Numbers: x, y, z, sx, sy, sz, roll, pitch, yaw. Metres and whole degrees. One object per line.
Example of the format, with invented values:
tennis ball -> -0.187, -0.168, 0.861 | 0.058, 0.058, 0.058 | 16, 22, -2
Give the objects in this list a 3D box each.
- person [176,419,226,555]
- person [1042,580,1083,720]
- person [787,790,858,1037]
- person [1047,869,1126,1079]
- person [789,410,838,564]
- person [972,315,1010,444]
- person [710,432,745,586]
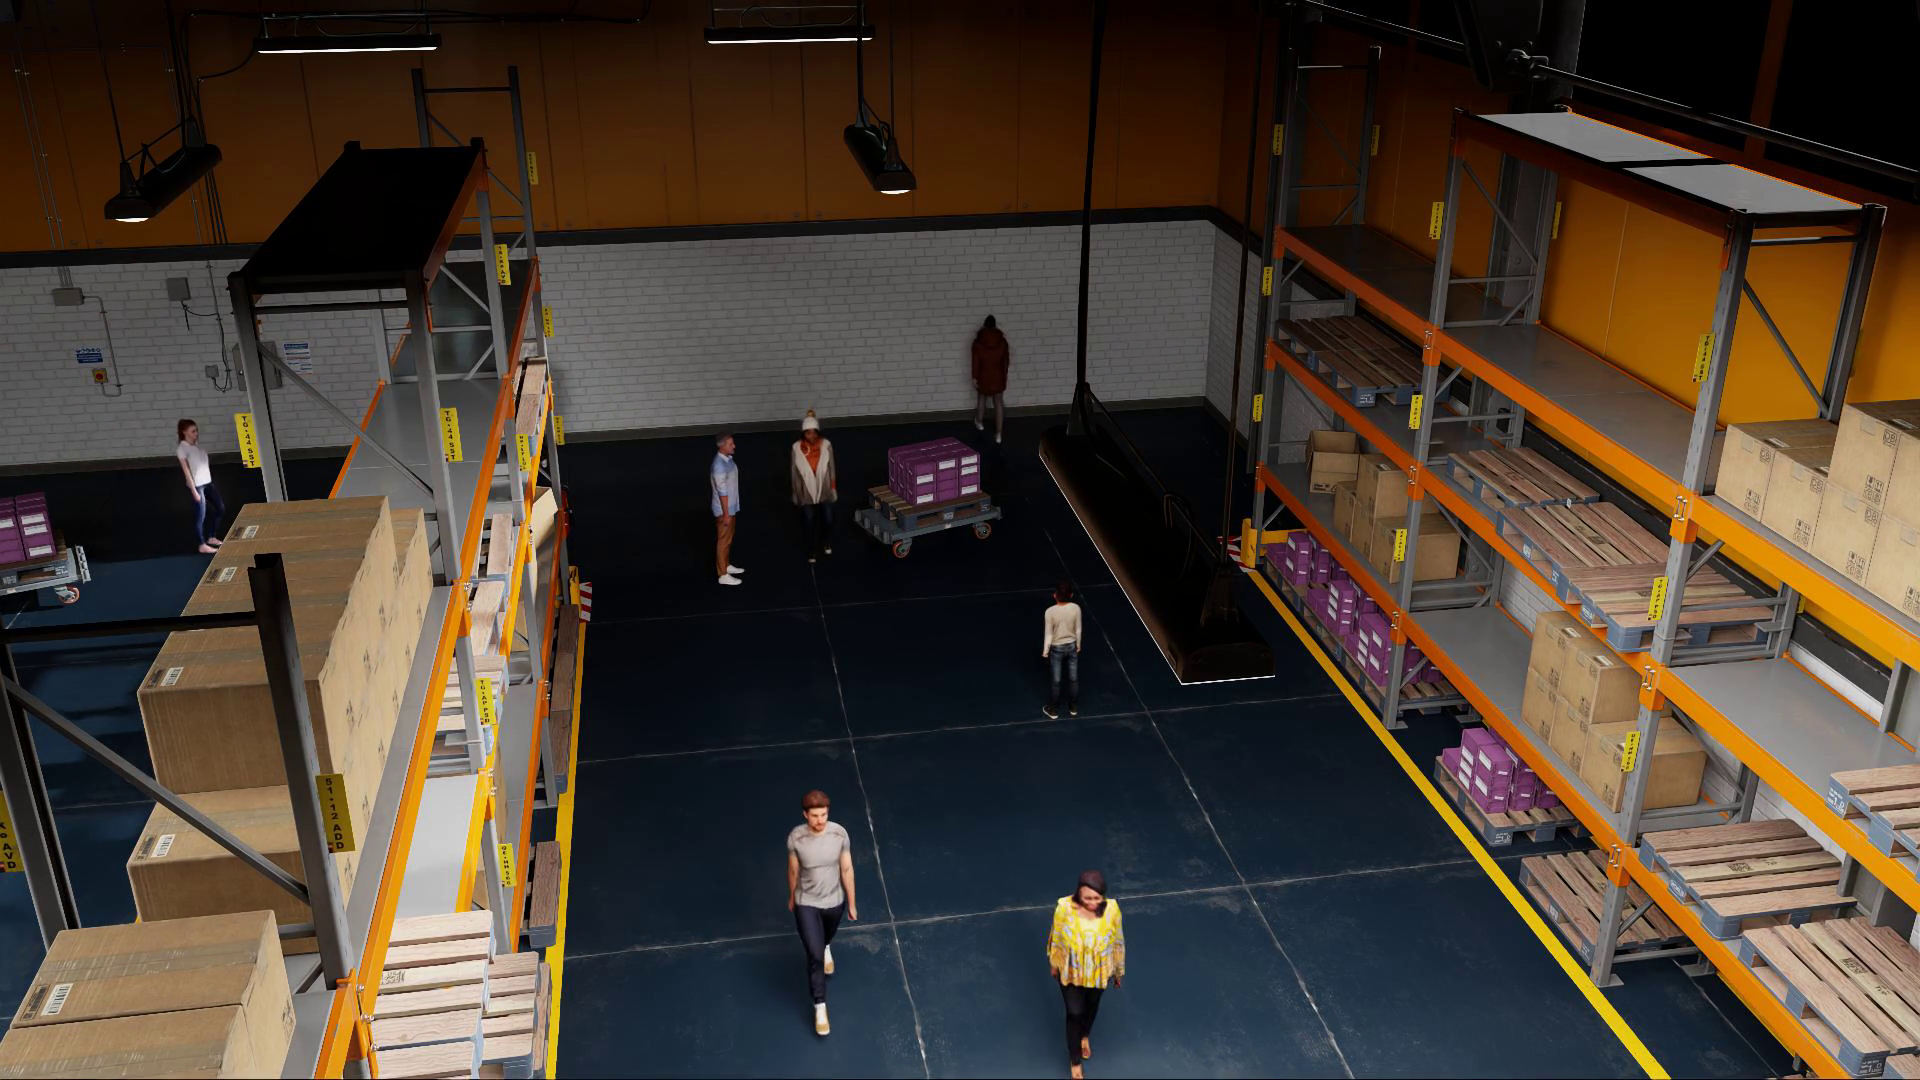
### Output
person -> -9.233, -0.633, 19.988 | 0.727, 1.722, 0.625 | 3, 24, 6
person -> 1.014, 1.074, 16.404 | 0.571, 1.465, 0.536 | -6, 24, -14
person -> -1.054, 2.624, 12.378 | 0.684, 1.849, 1.235 | -6, 24, -13
person -> 0.880, 2.989, 11.808 | 0.704, 1.637, 0.818 | -3, 24, -7
person -> -1.742, -0.671, 19.872 | 0.697, 1.885, 0.700 | -4, 24, -9
person -> 0.463, -2.244, 23.589 | 0.731, 1.790, 1.090 | -3, 24, -7
person -> -2.727, -0.396, 19.317 | 0.780, 1.825, 0.546 | 0, 24, -1
